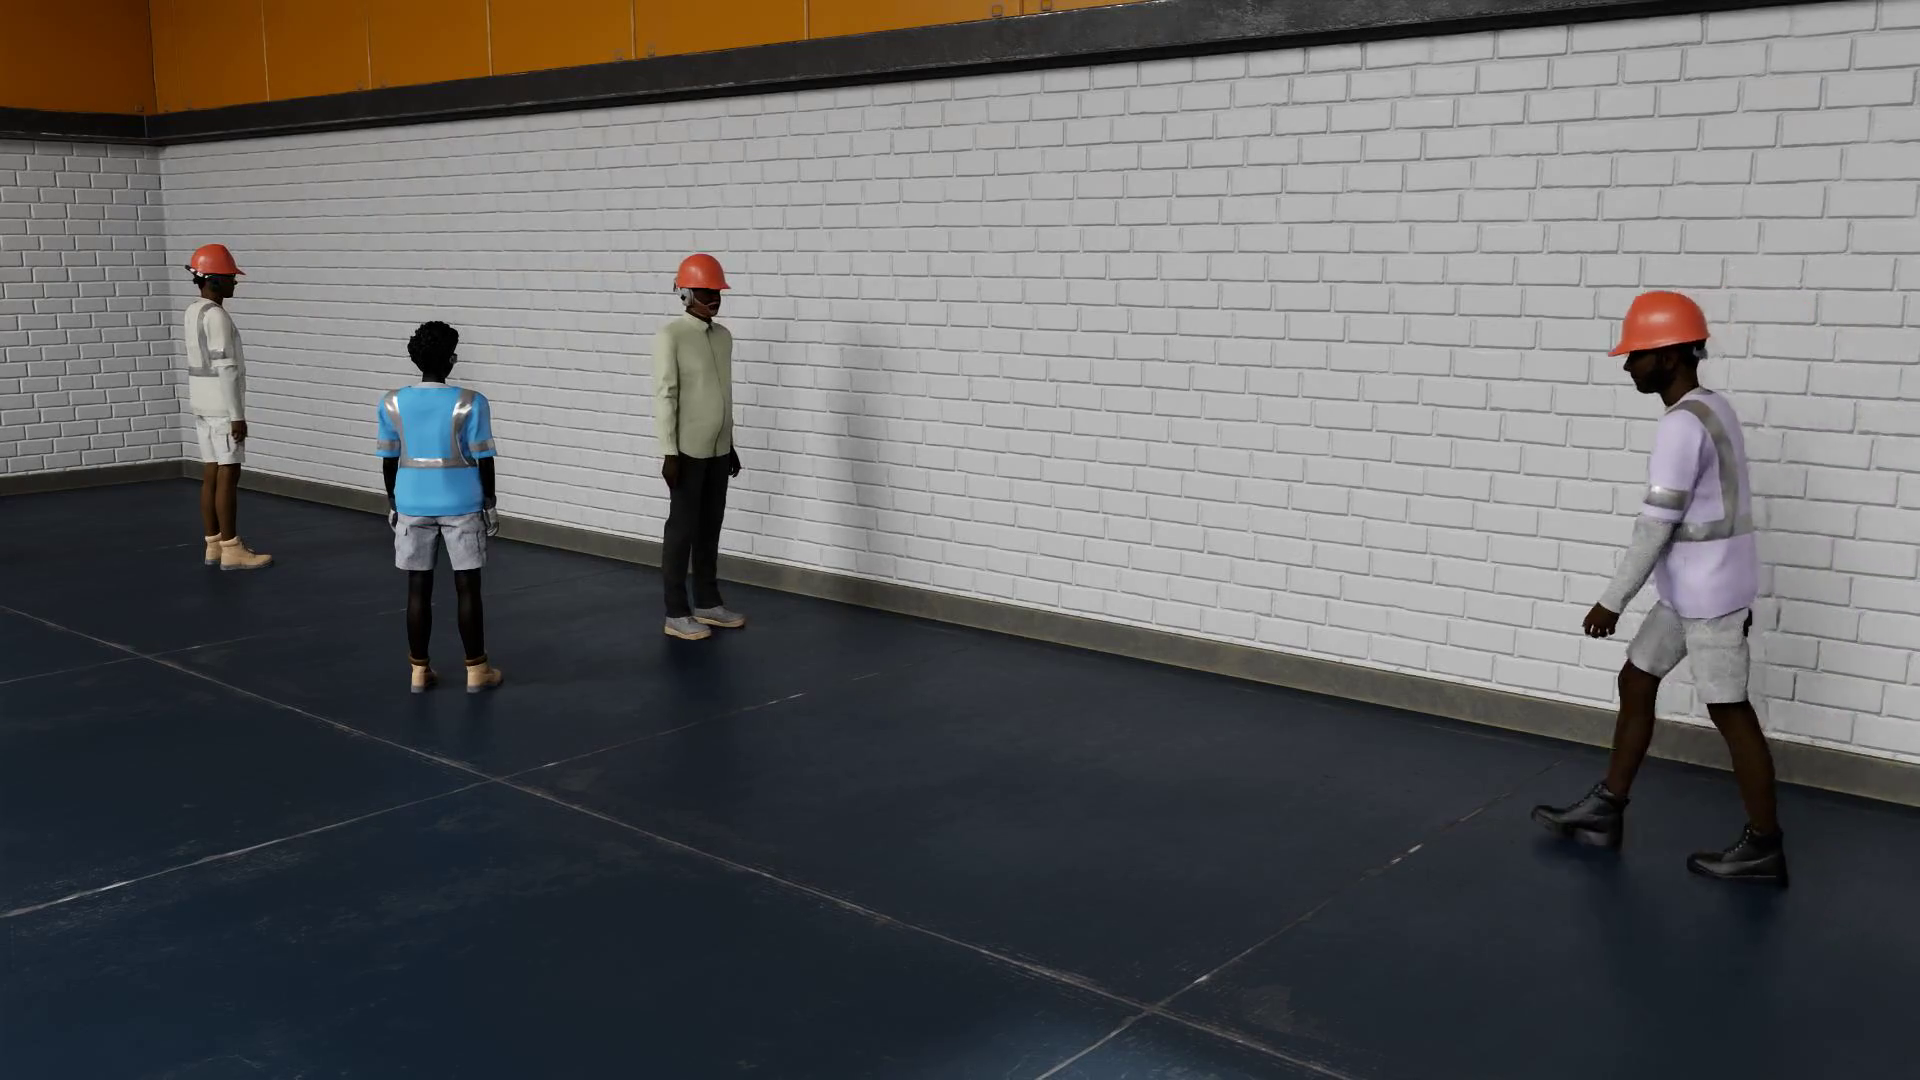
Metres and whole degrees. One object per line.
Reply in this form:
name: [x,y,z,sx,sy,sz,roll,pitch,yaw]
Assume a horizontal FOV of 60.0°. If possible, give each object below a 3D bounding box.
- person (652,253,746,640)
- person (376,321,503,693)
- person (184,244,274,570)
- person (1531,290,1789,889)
person: [-1.350,-0.490,8.702,0.396,1.992,0.623,5,11,26]
person: [-2.355,-0.142,7.566,0.541,1.696,0.315,0,10,2]
person: [-4.655,-0.832,10.514,0.370,2.044,0.608,-9,13,-41]
person: [2.266,0.161,5.322,0.944,1.879,0.535,5,11,25]
